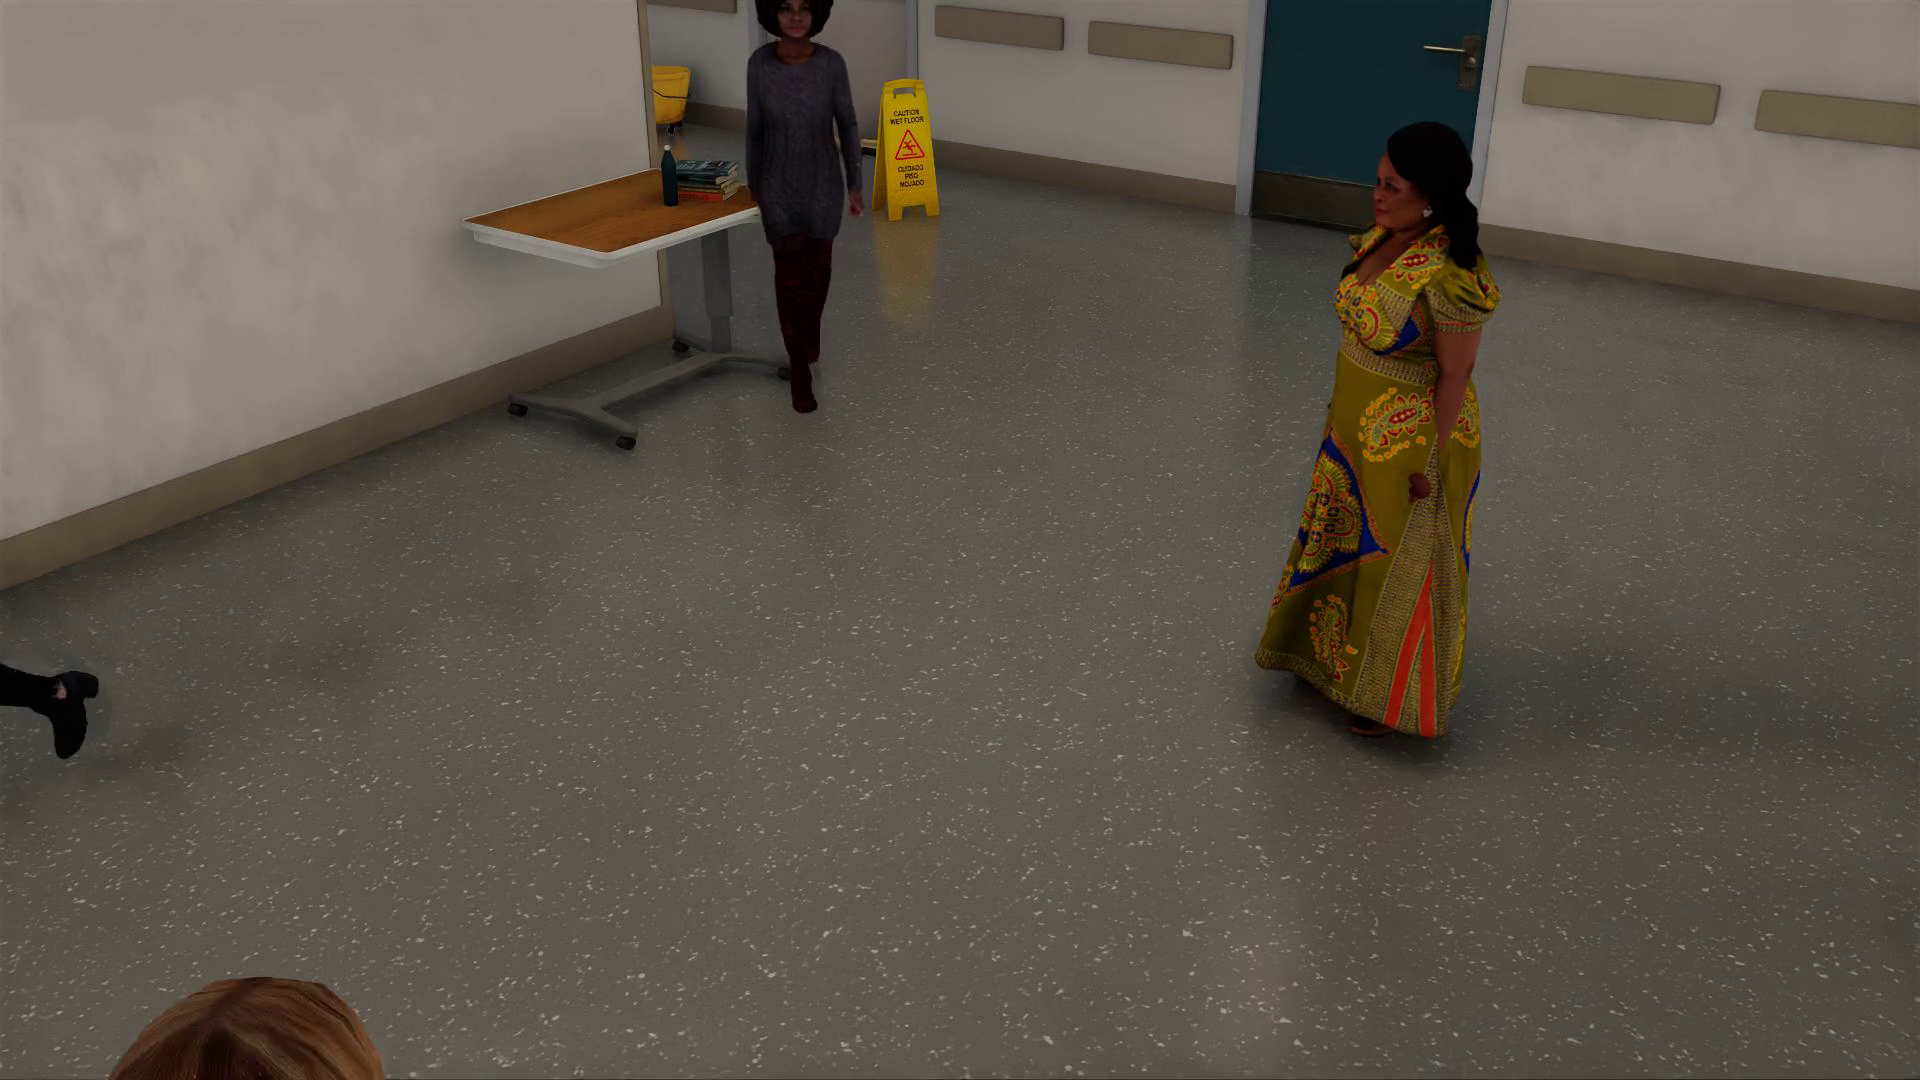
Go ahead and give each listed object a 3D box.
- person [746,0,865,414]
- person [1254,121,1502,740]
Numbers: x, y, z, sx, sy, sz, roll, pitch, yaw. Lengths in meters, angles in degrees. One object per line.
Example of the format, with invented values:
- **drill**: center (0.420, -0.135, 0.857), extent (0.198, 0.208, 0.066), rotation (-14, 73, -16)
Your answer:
- **person**: center (-0.638, -1.417, 6.741), extent (1.090, 1.668, 1.122), rotation (-3, 26, -6)
- **person**: center (1.152, -0.277, 4.387), extent (1.058, 1.659, 0.957), rotation (-9, 27, -18)
